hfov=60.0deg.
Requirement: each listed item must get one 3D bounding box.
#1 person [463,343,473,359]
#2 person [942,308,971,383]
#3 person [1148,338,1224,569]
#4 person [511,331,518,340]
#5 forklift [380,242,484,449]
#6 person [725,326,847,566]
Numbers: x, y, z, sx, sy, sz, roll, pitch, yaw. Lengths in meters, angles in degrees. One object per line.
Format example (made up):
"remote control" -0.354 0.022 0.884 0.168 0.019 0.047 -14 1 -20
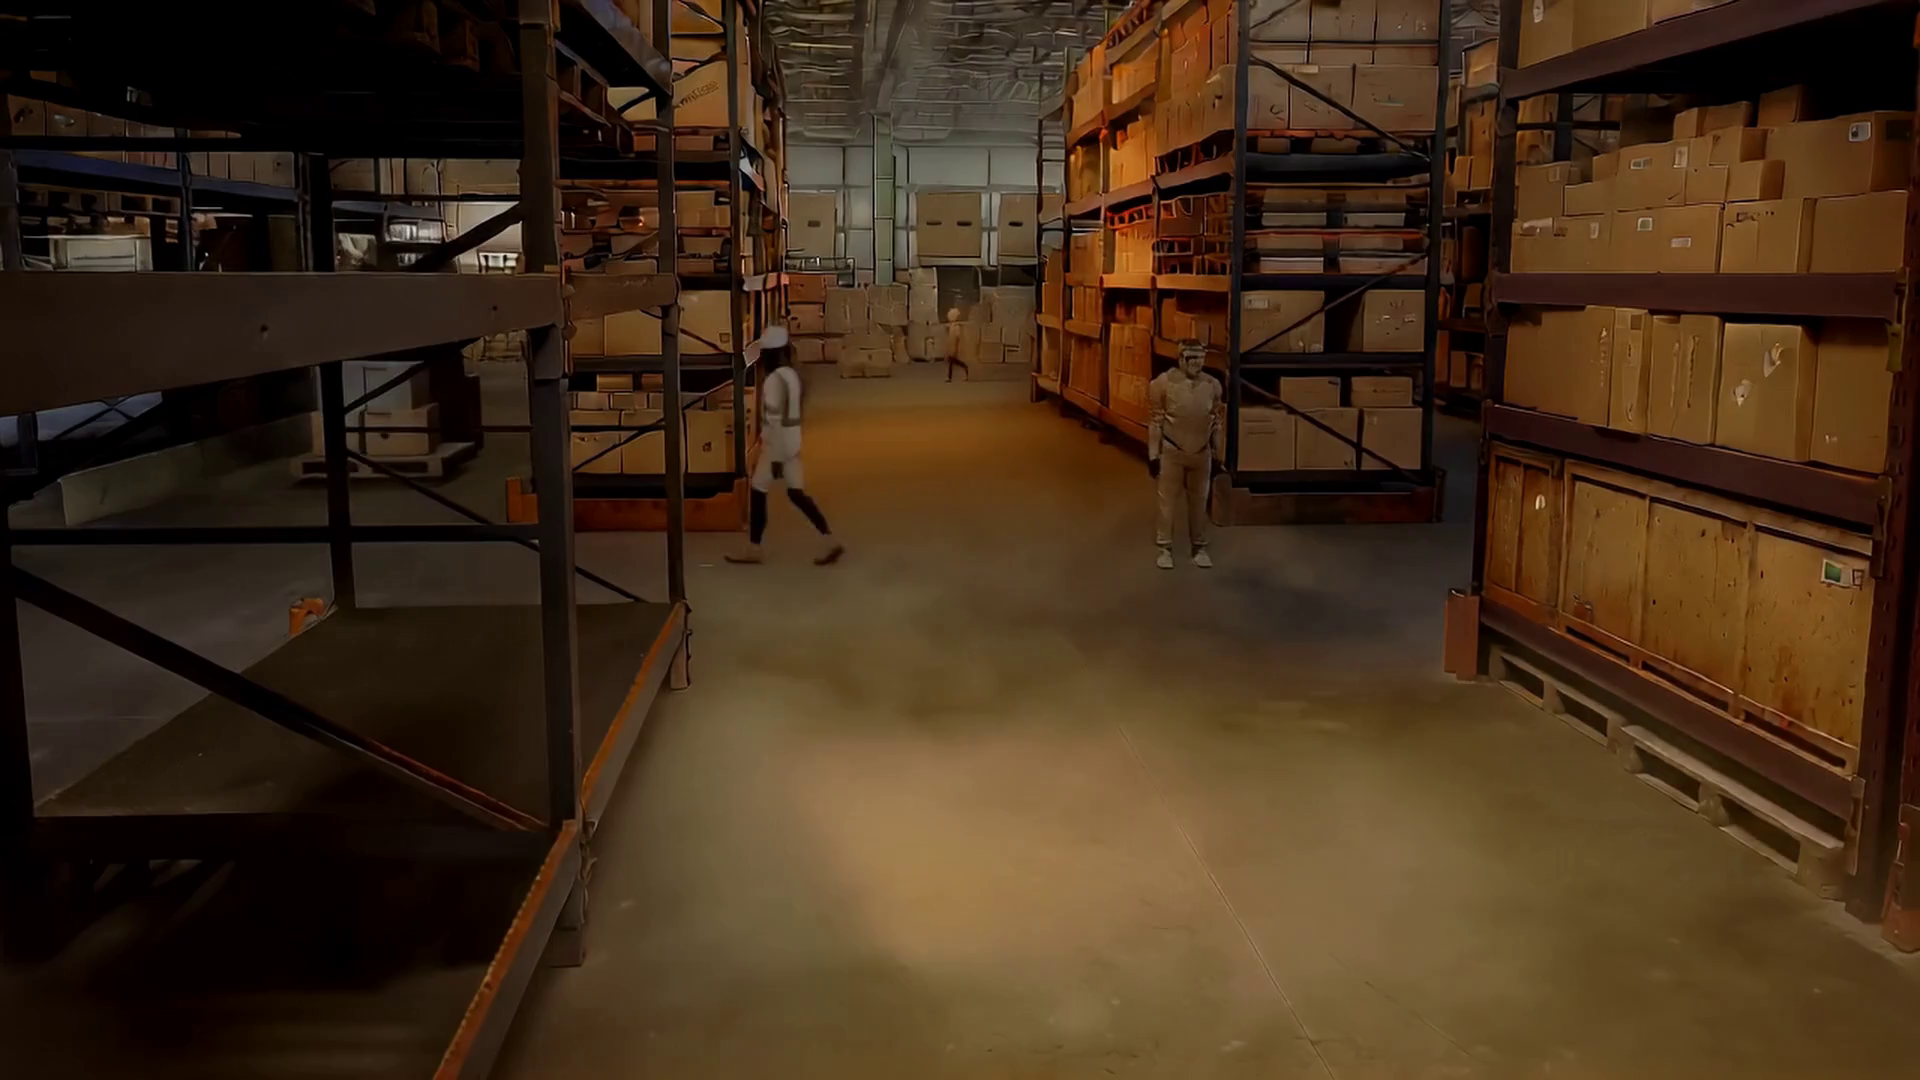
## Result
"person" -14.259 -6.154 47.895 0.355 1.883 0.574 8 12 42
"person" -0.081 -4.375 37.332 0.627 1.681 0.543 -2 9 -13
"person" 1.860 -0.706 13.651 0.641 1.900 0.401 -2 9 -10
"person" -16.708 -8.488 62.053 0.535 2.000 0.698 0 9 -1
"forklift" -7.010 -2.495 21.797 1.129 2.768 1.873 -1 9 -4
"person" -1.428 -0.766 13.708 1.020 2.004 0.623 3 9 16
